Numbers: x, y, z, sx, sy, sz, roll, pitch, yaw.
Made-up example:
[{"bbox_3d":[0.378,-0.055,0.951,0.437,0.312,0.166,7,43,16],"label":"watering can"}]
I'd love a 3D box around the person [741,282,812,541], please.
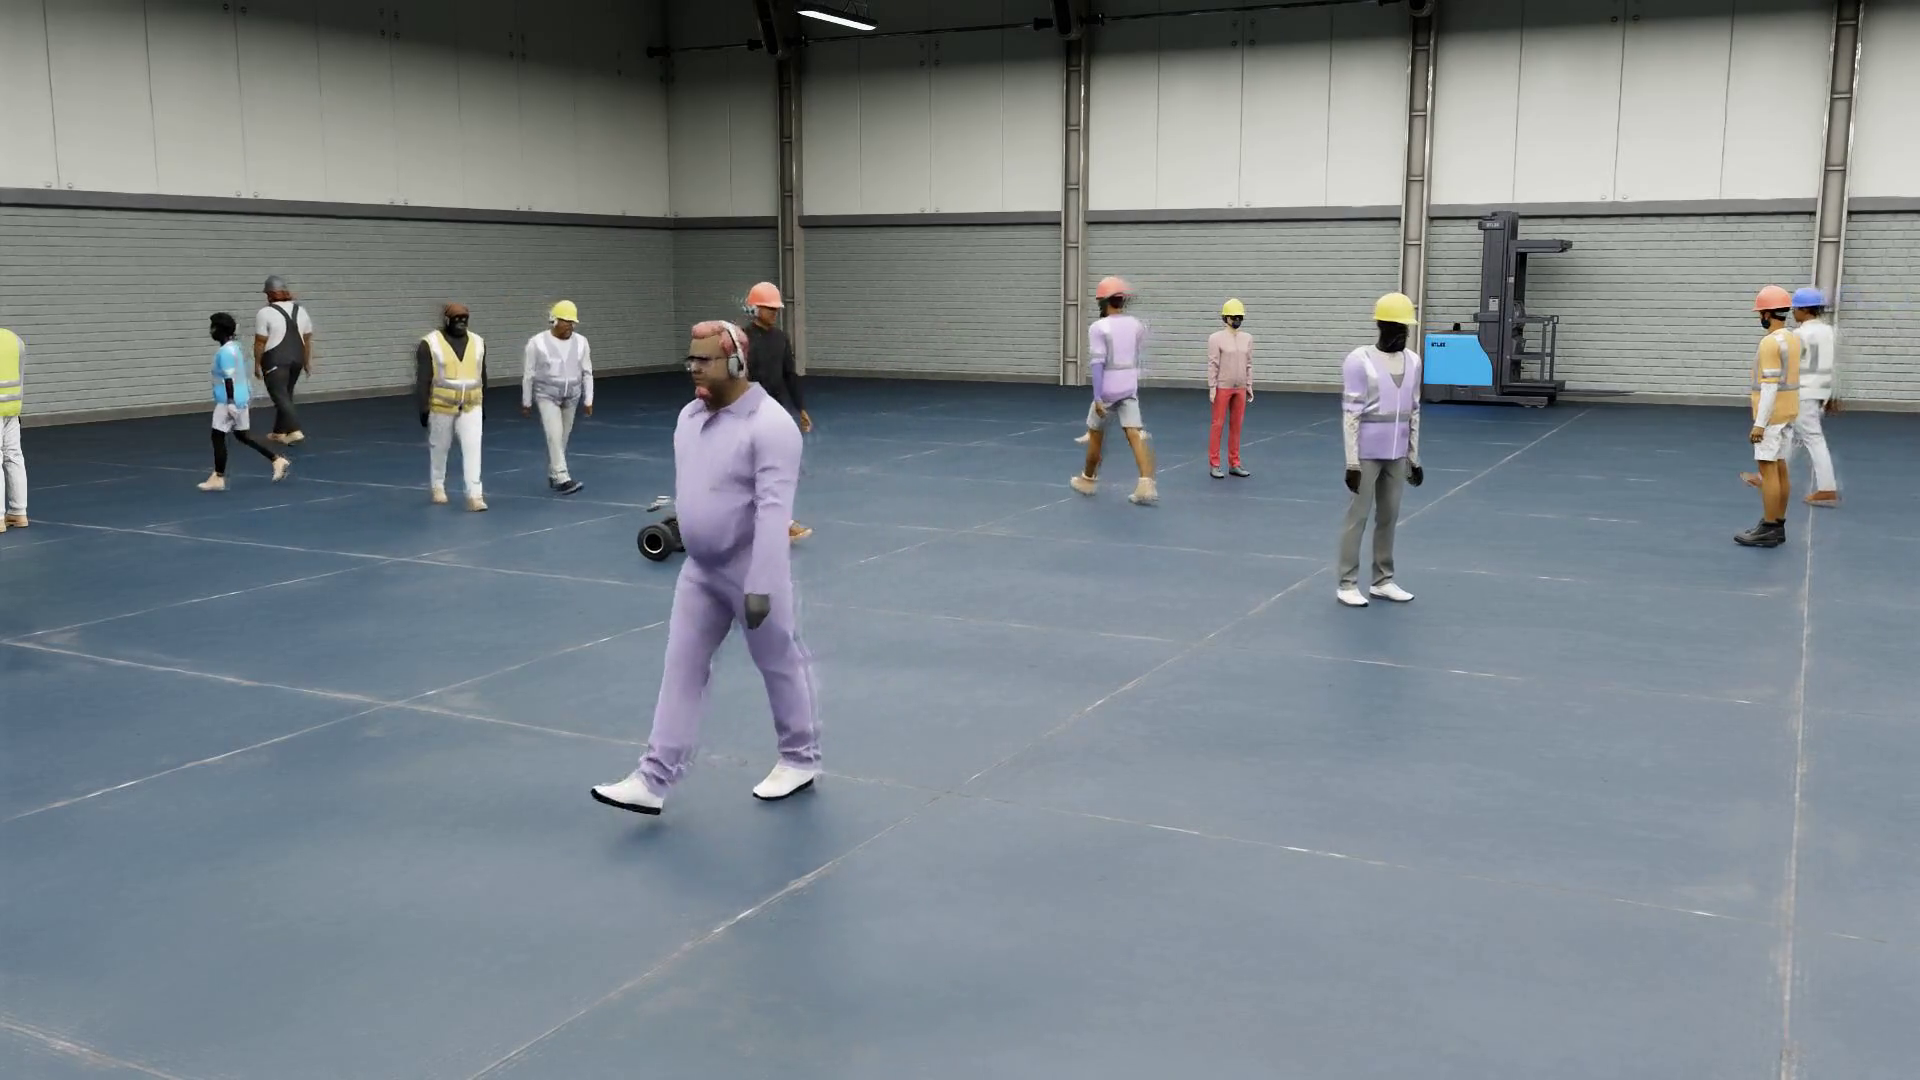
[{"bbox_3d":[-1.415,-0.966,12.651,0.957,1.949,0.619,5,11,30],"label":"person"}]

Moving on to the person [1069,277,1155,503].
[{"bbox_3d":[1.376,-1.333,14.834,0.627,1.992,1.078,-5,11,-30],"label":"person"}]

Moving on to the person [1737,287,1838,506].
[{"bbox_3d":[7.401,-1.280,14.747,0.644,1.890,1.001,-7,11,-36],"label":"person"}]

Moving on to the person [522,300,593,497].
[{"bbox_3d":[-3.673,-1.296,15.213,0.623,1.771,0.954,-7,11,-36],"label":"person"}]

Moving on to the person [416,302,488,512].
[{"bbox_3d":[-4.424,-1.178,14.486,0.639,1.791,0.995,-6,11,-35],"label":"person"}]

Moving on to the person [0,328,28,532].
[{"bbox_3d":[-7.663,-0.992,13.145,0.429,1.846,0.626,1,9,8],"label":"person"}]

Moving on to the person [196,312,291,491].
[{"bbox_3d":[-6.790,-1.315,15.682,0.767,1.672,0.543,-2,10,-14],"label":"person"}]

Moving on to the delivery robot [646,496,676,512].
[{"bbox_3d":[-1.897,-0.312,11.956,0.698,0.223,0.335,2,9,12],"label":"delivery robot"}]

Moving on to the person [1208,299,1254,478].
[{"bbox_3d":[2.700,-1.507,16.555,0.533,1.768,0.310,-5,10,-28],"label":"person"}]

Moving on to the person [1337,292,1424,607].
[{"bbox_3d":[2.608,-0.555,10.217,0.617,1.921,0.394,-5,10,-27],"label":"person"}]

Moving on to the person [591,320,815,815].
[{"bbox_3d":[-0.915,0.119,6.228,0.676,1.852,0.976,8,12,40],"label":"person"}]

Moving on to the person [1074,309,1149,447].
[{"bbox_3d":[1.814,-1.926,19.482,0.868,1.656,0.537,1,9,6],"label":"person"}]

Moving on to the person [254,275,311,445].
[{"bbox_3d":[-8.083,-2.148,19.797,0.920,2.000,0.693,5,11,29],"label":"person"}]

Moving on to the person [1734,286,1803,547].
[{"bbox_3d":[6.062,-0.927,12.464,0.376,1.934,0.546,9,13,44],"label":"person"}]

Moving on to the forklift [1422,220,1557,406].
[{"bbox_3d":[8.245,-3.527,25.720,1.873,2.768,1.129,5,10,27],"label":"forklift"}]
